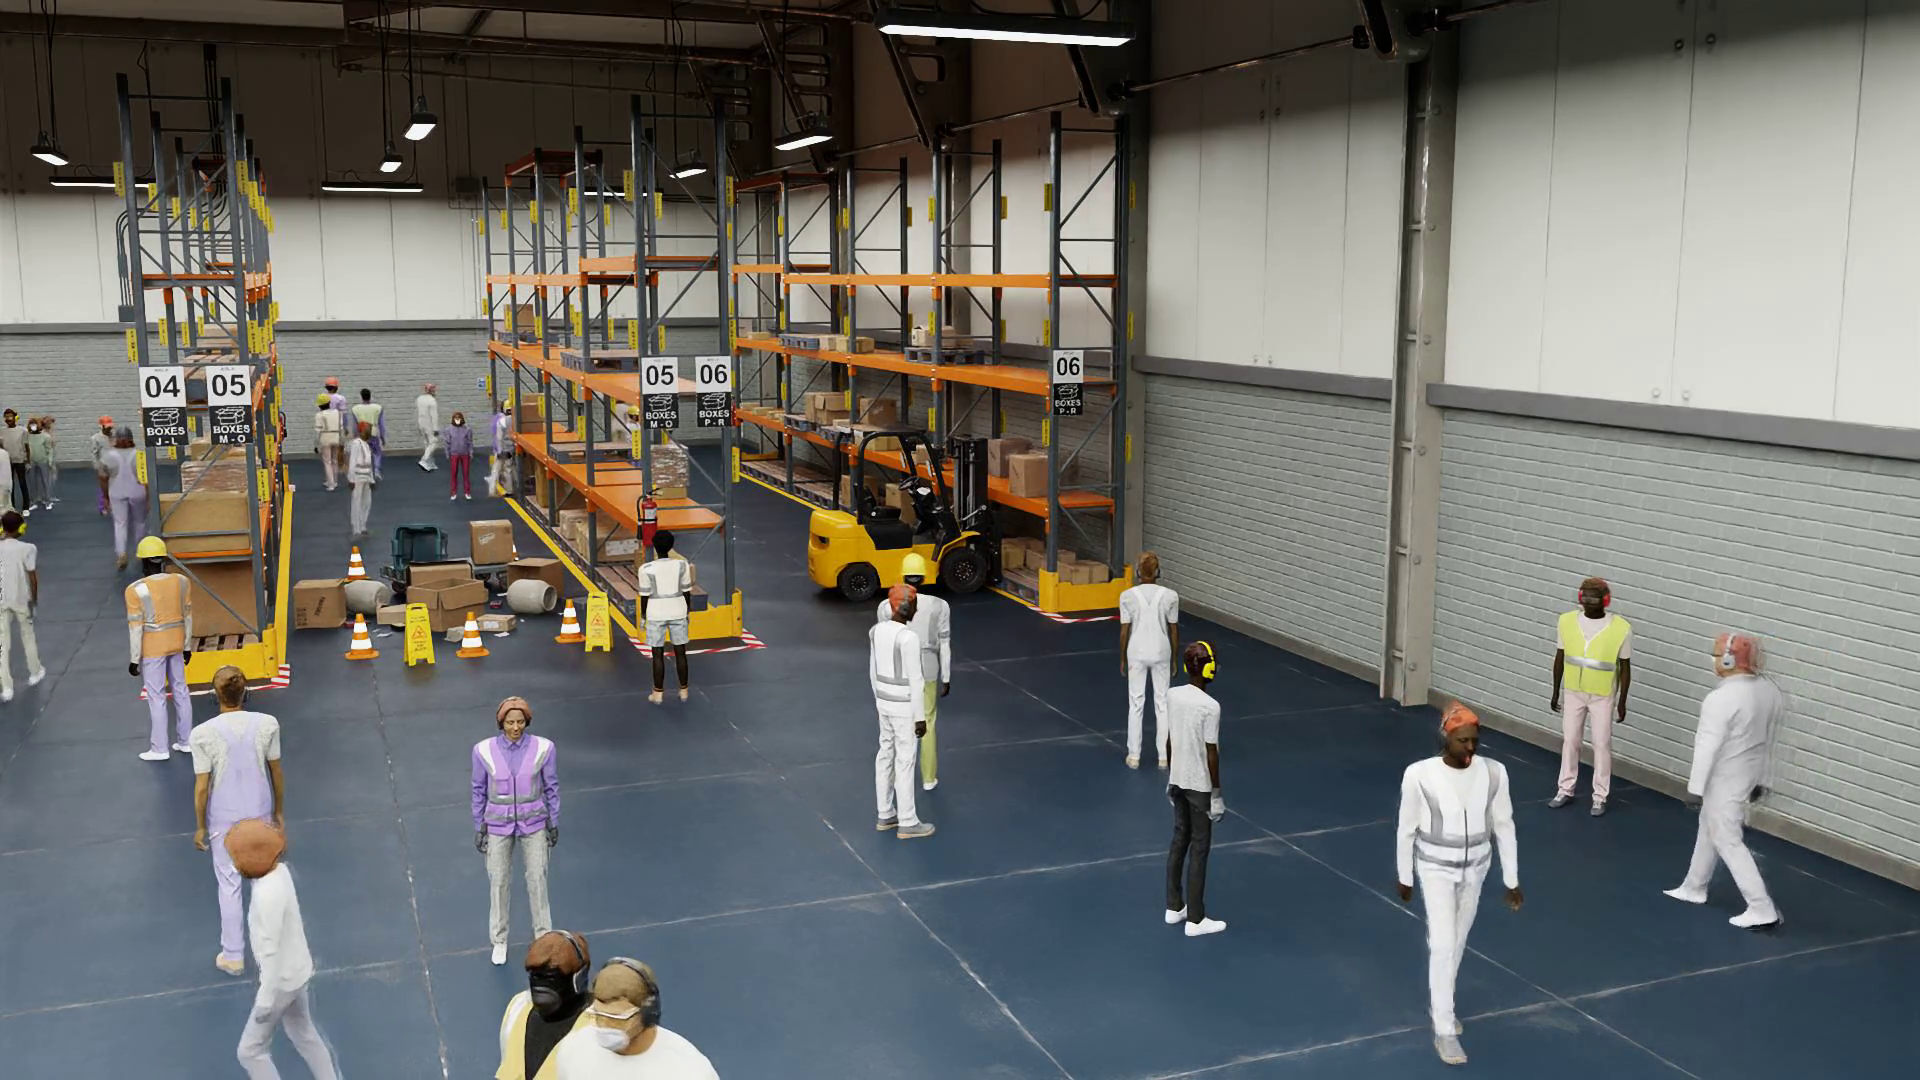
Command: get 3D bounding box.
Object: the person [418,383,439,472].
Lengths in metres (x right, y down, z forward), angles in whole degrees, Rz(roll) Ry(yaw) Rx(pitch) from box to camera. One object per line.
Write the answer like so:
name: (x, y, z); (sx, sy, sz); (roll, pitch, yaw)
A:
person: (-11.303, -2.380, 35.178); (0.780, 1.876, 0.696); (7, 11, 38)

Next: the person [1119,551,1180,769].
person: (1.579, 1.010, 13.920); (0.506, 1.840, 0.343); (1, 9, 6)

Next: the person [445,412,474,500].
person: (-9.249, -1.559, 30.735); (0.507, 1.633, 0.278); (-3, 10, -20)

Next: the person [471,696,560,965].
person: (-2.664, 1.736, 10.009); (0.514, 1.634, 0.313); (-2, 9, -15)

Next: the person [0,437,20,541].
person: (-14.940, -0.831, 25.829); (0.369, 1.742, 0.562); (-1, 9, -8)

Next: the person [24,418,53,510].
person: (-16.288, -1.342, 29.364); (0.503, 1.636, 0.280); (-2, 9, -13)

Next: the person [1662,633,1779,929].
person: (4.920, 1.536, 10.623); (0.657, 1.894, 0.869); (-8, 12, -40)

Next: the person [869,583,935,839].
person: (-0.440, 1.249, 12.269); (0.354, 1.887, 0.573); (-7, 11, -36)

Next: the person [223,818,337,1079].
person: (-3.232, 2.088, 7.870); (0.567, 1.602, 0.561); (-3, 9, -18)

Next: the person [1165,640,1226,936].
person: (1.485, 1.551, 10.467); (0.335, 1.860, 0.508); (-5, 10, -29)

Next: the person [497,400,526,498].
person: (-8.342, -1.690, 30.932); (0.591, 1.834, 0.404); (-7, 12, -39)

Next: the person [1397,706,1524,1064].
person: (2.668, 1.812, 8.832); (0.593, 1.856, 0.813); (-2, 9, -10)

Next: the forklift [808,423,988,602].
forklift: (-0.830, -0.399, 21.676); (2.313, 2.155, 1.214); (-4, 10, -21)

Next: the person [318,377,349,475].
person: (-12.964, -2.352, 34.438); (0.605, 2.045, 0.388); (1, 9, 5)

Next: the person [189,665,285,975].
person: (-4.274, 1.650, 9.873); (0.513, 1.844, 0.328); (-7, 12, -39)

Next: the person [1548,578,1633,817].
person: (4.842, 1.188, 12.772); (0.570, 1.847, 0.373); (7, 12, 38)

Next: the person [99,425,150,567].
person: (-11.896, -0.654, 23.762); (0.678, 2.000, 0.939); (-3, 10, -20)

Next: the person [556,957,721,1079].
person: (-1.068, 2.296, 5.551); (0.630, 1.932, 0.364); (4, 10, 26)

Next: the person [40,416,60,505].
person: (-16.468, -1.439, 30.045); (0.371, 1.627, 0.547); (-1, 9, -6)

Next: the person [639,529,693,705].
person: (-2.841, 0.742, 16.056); (0.532, 1.697, 0.320); (-4, 10, -26)

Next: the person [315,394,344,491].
person: (-12.231, -1.889, 32.110); (0.735, 1.866, 0.643); (5, 10, 29)

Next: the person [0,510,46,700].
person: (-9.372, 0.623, 16.438); (0.568, 1.810, 0.972); (-3, 9, -17)

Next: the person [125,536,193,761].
person: (-6.826, 0.923, 14.191); (0.366, 1.927, 0.588); (5, 10, 28)

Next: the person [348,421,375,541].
person: (-9.412, -0.920, 26.070); (0.349, 1.854, 0.709); (0, 9, 2)

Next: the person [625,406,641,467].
person: (-5.941, -1.581, 30.462); (0.310, 1.768, 0.533); (2, 9, 15)

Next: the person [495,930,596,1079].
person: (-1.420, 2.276, 5.935); (0.633, 1.846, 0.429); (6, 11, 32)

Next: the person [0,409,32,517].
person: (-16.190, -1.319, 28.480); (0.521, 1.873, 0.328); (-1, 9, -8)

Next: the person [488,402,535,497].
person: (-8.454, -1.693, 31.122); (0.676, 1.777, 0.957); (8, 12, 41)

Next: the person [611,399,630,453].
person: (-7.422, -2.401, 36.092); (0.503, 1.619, 0.374); (-3, 10, -19)

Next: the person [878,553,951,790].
person: (-0.363, 1.062, 13.359); (0.588, 1.922, 0.392); (0, 9, 1)

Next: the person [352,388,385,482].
person: (-11.749, -2.061, 33.049); (0.589, 1.899, 0.460); (-4, 10, -22)

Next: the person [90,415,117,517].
person: (-14.622, -1.277, 28.585); (0.341, 1.750, 0.566); (5, 10, 30)
